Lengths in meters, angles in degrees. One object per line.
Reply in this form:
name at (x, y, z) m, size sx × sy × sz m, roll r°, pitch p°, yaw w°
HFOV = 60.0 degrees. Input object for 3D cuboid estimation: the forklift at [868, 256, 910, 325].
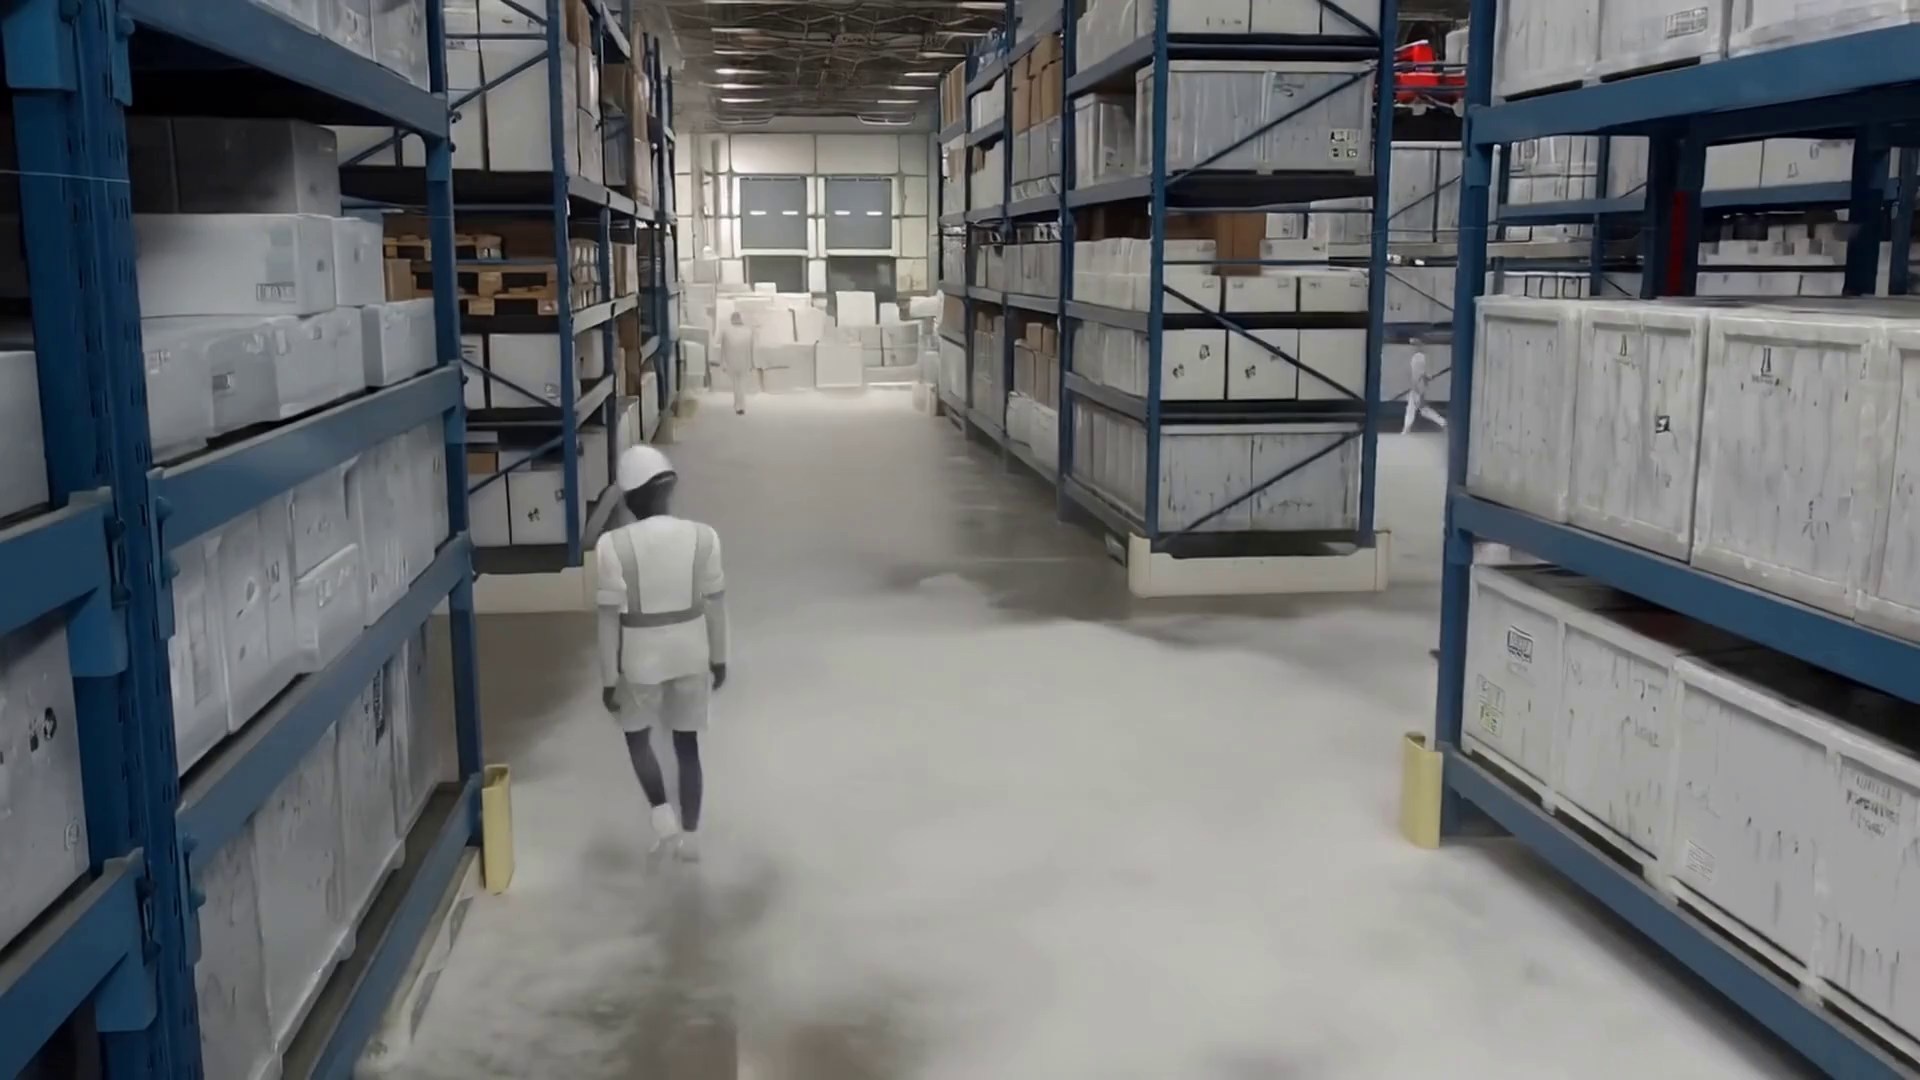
forklift at (-2.538, -7.924, 54.696) m, size 1.129 × 2.768 × 1.873 m, roll -6°, pitch 12°, yaw -33°

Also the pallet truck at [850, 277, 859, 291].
pallet truck at (-3.782, -9.391, 65.808) m, size 1.885 × 1.965 × 0.823 m, roll 2°, pitch 10°, yaw 10°

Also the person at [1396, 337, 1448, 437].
person at (7.341, -2.402, 26.278) m, size 0.733 × 1.605 × 0.526 m, roll 2°, pitch 10°, yaw 9°

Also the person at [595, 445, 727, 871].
person at (-1.384, 0.562, 7.805) m, size 0.670 × 2.016 × 0.435 m, roll -4°, pitch 11°, yaw -25°

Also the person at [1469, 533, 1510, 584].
person at (4.665, -0.551, 14.648) m, size 0.450 × 1.898 × 0.696 m, roll 2°, pitch 10°, yaw 9°

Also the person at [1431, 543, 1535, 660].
person at (3.821, -0.001, 11.722) m, size 0.979 × 1.790 × 0.589 m, roll -4°, pitch 11°, yaw -23°

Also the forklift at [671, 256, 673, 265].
forklift at (-10.987, -9.066, 61.344) m, size 1.129 × 2.768 × 1.873 m, roll -1°, pitch 10°, yaw -7°

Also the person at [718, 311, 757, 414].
person at (-4.104, -3.247, 30.426) m, size 0.676 × 1.852 × 0.976 m, roll -5°, pitch 11°, yaw -26°
